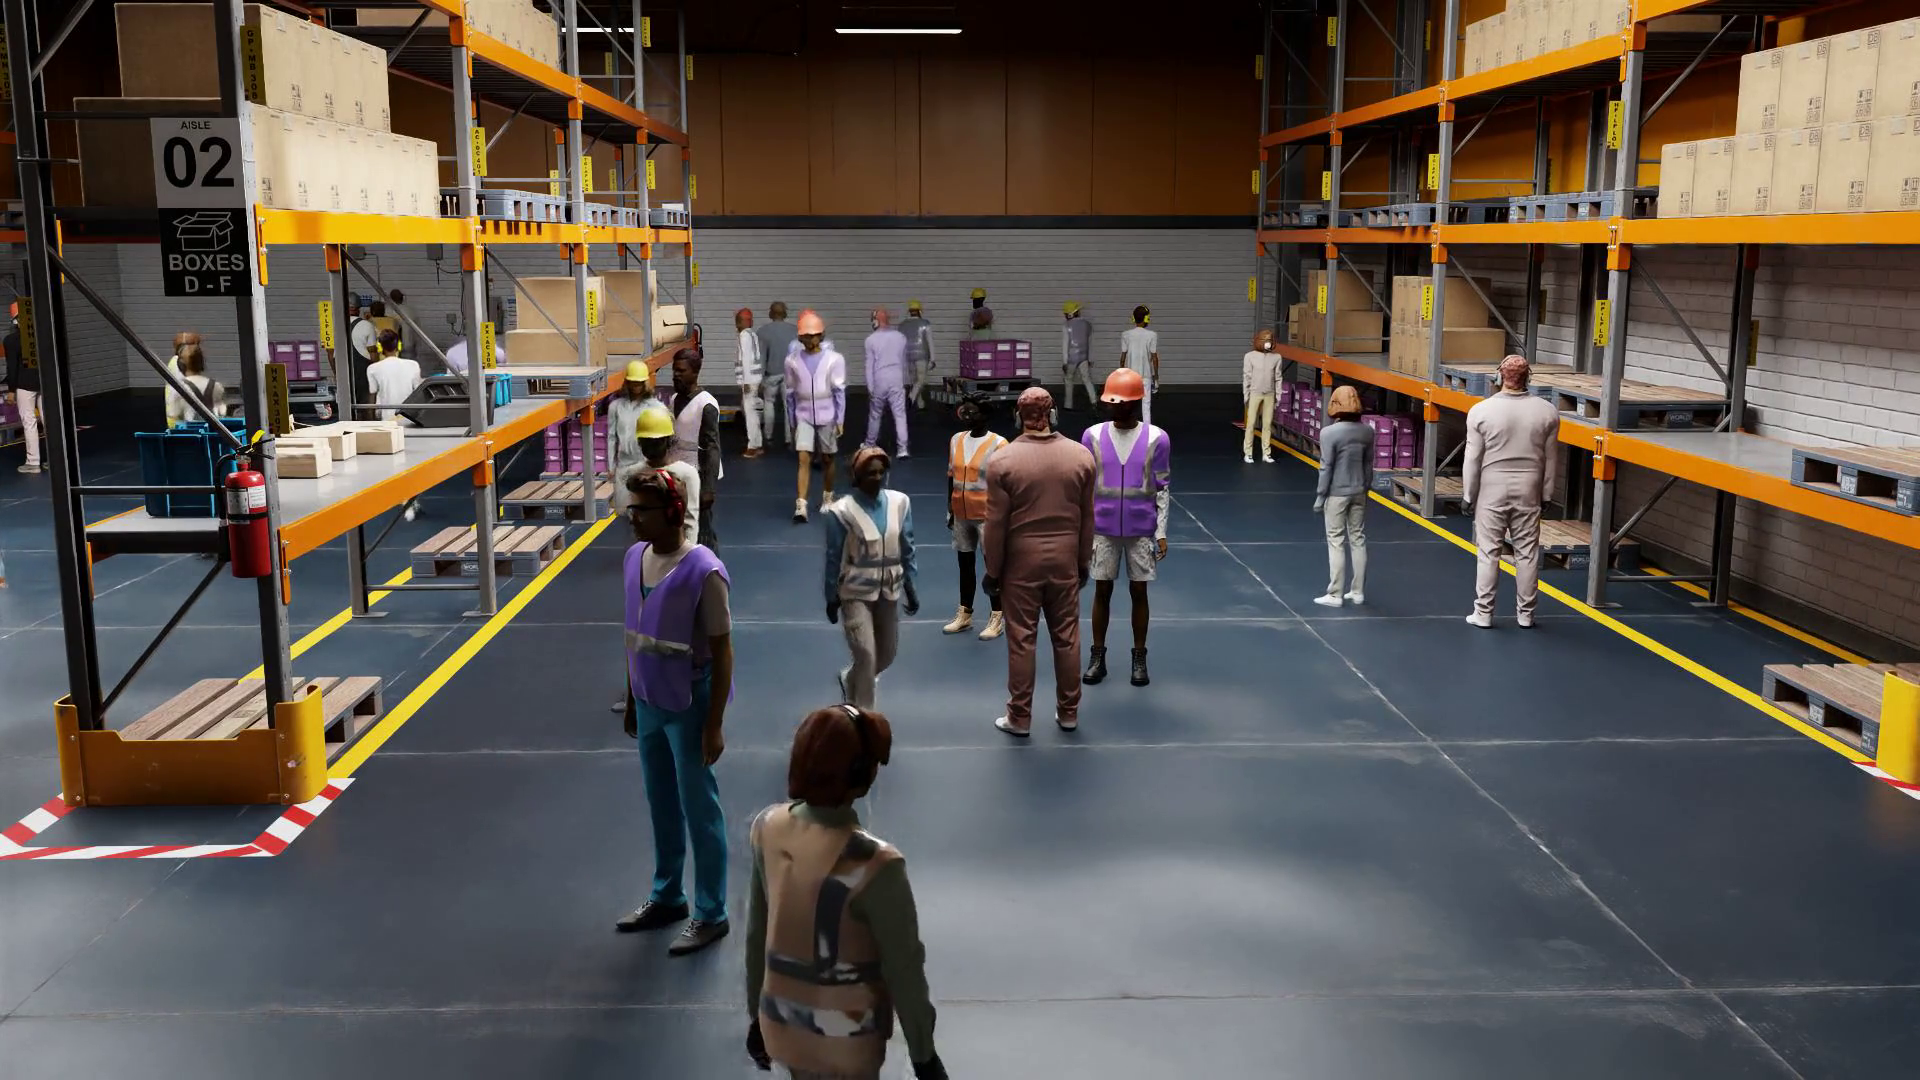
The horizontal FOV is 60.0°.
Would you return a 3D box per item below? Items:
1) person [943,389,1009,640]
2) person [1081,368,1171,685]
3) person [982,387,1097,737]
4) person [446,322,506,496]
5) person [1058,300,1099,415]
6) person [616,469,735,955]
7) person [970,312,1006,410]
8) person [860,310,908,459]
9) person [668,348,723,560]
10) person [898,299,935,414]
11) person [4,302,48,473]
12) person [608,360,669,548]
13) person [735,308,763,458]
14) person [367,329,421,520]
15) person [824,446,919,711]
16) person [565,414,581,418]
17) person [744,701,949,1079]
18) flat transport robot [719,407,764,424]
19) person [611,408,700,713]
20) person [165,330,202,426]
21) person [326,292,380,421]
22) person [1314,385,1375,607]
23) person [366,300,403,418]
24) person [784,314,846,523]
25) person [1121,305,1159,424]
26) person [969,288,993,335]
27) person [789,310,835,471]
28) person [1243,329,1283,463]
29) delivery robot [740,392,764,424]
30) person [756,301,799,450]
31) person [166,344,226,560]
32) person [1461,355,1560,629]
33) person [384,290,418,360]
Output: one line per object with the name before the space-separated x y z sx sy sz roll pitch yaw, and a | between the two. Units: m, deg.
person | 0.119 -0.174 11.275 0.535 1.697 0.318 8 13 37
person | 0.986 -0.073 10.046 0.550 1.933 0.370 2 10 10
person | 0.418 0.122 9.056 0.637 1.904 0.403 -3 11 -17
person | -5.184 -1.466 17.922 0.635 1.909 0.970 0 10 -2
person | 1.841 -2.817 25.774 0.626 1.784 0.896 -6 12 -31
person | -1.072 0.638 6.338 0.571 1.843 0.372 10 14 43
person | 0.373 -2.829 26.387 0.879 1.585 0.490 -5 11 -27
person | -0.933 -1.933 20.667 0.644 1.844 1.050 -5 11 -26
person | -1.942 -0.434 12.102 0.383 1.919 0.597 -8 13 -38
person | -0.697 -2.821 25.729 0.597 1.804 0.757 5 12 28
person | -10.841 -1.778 19.402 0.392 1.988 0.609 5 11 24
person | -2.610 -0.606 13.560 0.506 1.727 0.487 0 10 2
person | -2.649 -1.964 20.831 0.347 1.859 0.709 0 10 1
person | -5.468 -1.128 16.191 0.541 1.835 0.777 -5 11 -26
person | -0.532 0.283 8.955 0.518 1.616 0.666 -7 12 -35
person | -6.074 -2.828 25.415 0.594 1.926 0.367 7 12 34
person | -0.275 1.182 3.930 0.450 1.622 0.515 -8 13 -38
flat transport robot | -3.585 -1.849 24.578 1.431 0.197 0.652 2 10 10
person | -1.727 0.124 9.509 0.539 1.738 0.801 4 11 22
person | -7.395 -1.094 16.006 0.429 1.842 0.632 -6 12 -28
person | -7.833 -2.200 21.604 0.684 2.000 0.538 1 10 4
person | 2.831 -0.321 12.269 0.507 1.631 0.266 -6 12 -28
person | -8.683 -2.713 25.142 0.634 1.811 0.844 -8 13 -39
person | -1.402 -1.175 16.045 0.611 1.987 1.052 1 10 3
person | 2.311 -2.075 21.395 0.528 1.865 0.313 5 11 25
person | 0.319 -3.192 27.445 0.366 1.926 0.593 5 11 27
person | -1.740 -1.751 19.544 0.542 1.872 1.030 1 10 4
person | 3.675 -1.743 20.217 0.501 1.630 0.277 -2 10 -10
delivery robot | -2.897 -1.846 23.507 0.477 0.478 0.707 -3 10 -14
person | -2.362 -2.147 21.699 0.643 1.903 0.911 -3 11 -18
person | -6.414 -0.731 13.997 0.441 1.825 0.551 8 13 36
person | 3.793 -0.325 11.530 0.638 1.909 0.408 0 10 3
person | -9.206 -3.142 27.256 0.640 1.895 0.974 -8 13 -39
